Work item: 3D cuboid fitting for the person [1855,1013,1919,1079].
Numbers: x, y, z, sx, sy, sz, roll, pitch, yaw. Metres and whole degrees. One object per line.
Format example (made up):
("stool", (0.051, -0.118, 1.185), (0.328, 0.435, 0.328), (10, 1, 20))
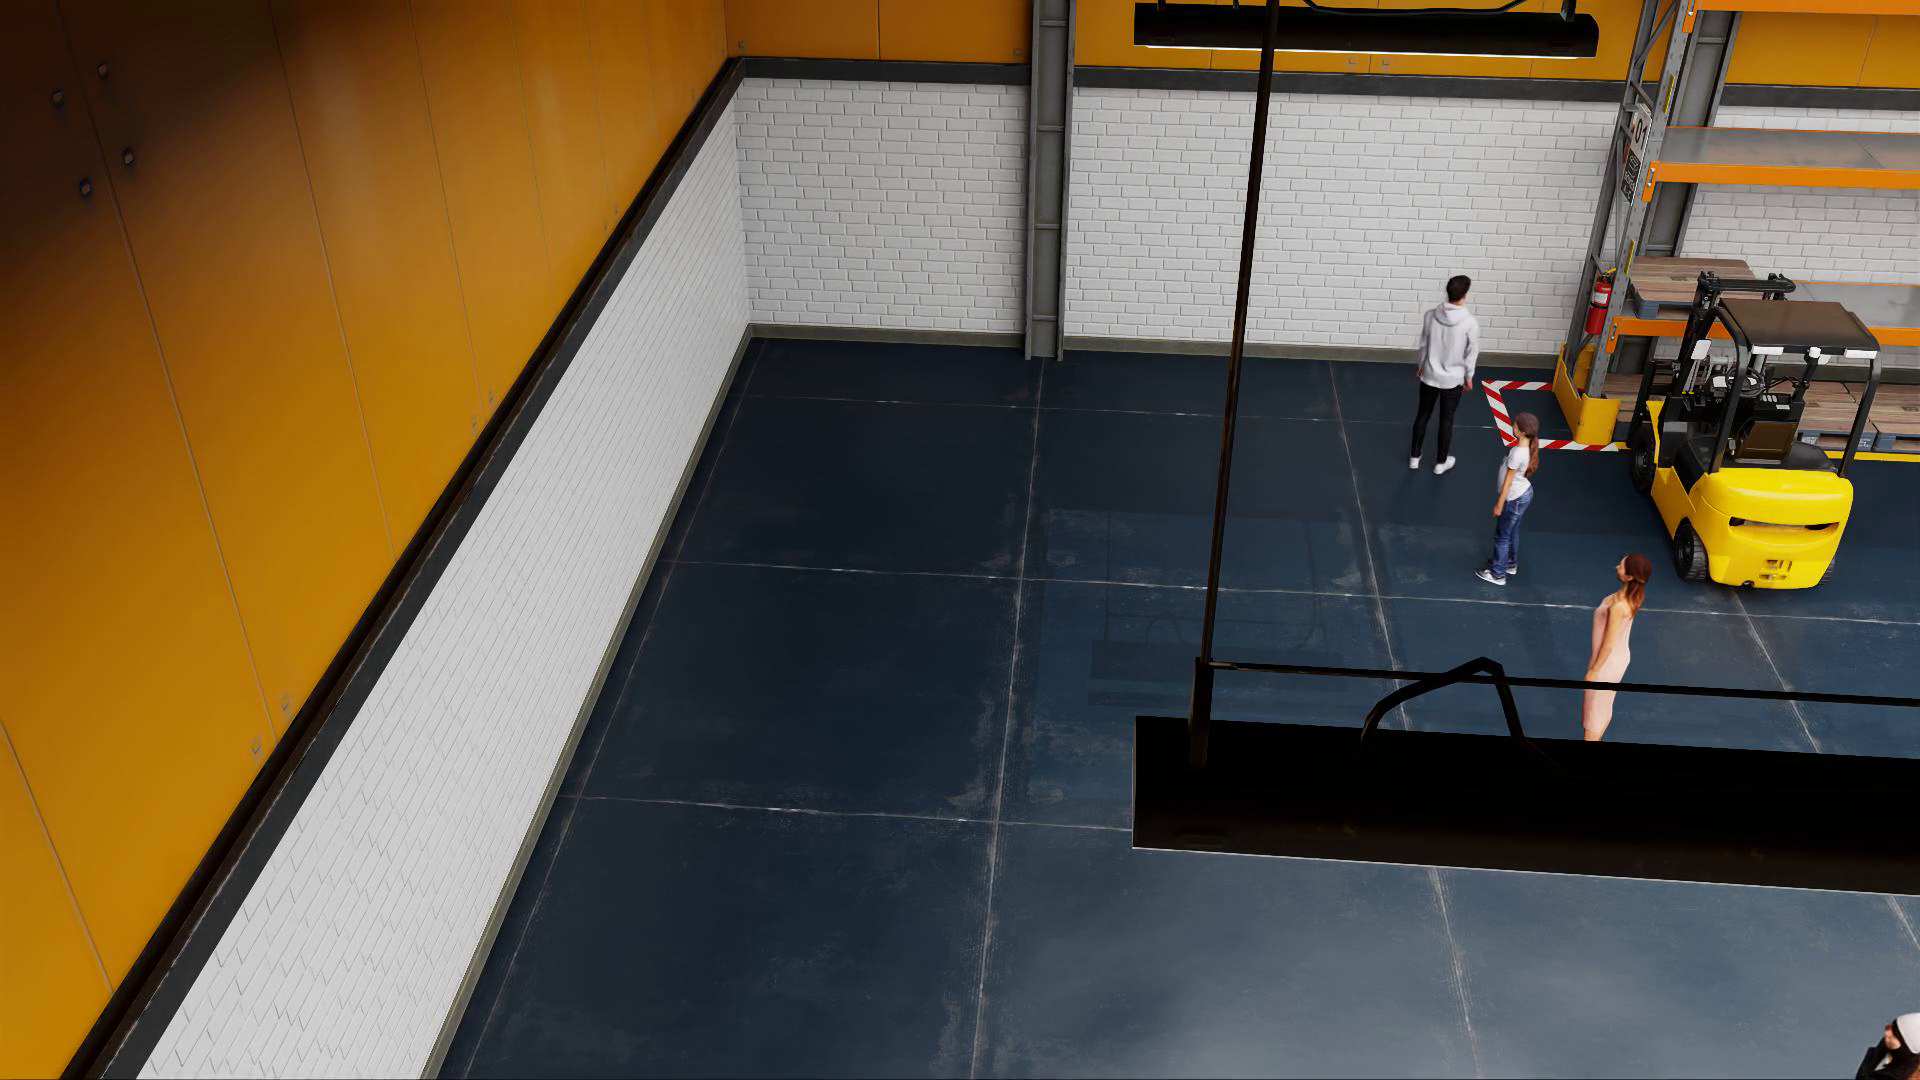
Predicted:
("person", (4.742, 3.033, 8.633), (0.626, 1.633, 0.648), (7, 34, 11))

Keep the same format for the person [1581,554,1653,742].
("person", (4.572, 0.865, 11.715), (0.670, 1.832, 0.656), (22, 40, 30))

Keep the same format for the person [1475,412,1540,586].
("person", (4.595, -0.357, 13.798), (0.651, 1.561, 0.611), (22, 39, 29))

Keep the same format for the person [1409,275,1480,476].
("person", (4.415, -1.515, 15.208), (0.675, 1.928, 0.823), (18, 38, 25))
